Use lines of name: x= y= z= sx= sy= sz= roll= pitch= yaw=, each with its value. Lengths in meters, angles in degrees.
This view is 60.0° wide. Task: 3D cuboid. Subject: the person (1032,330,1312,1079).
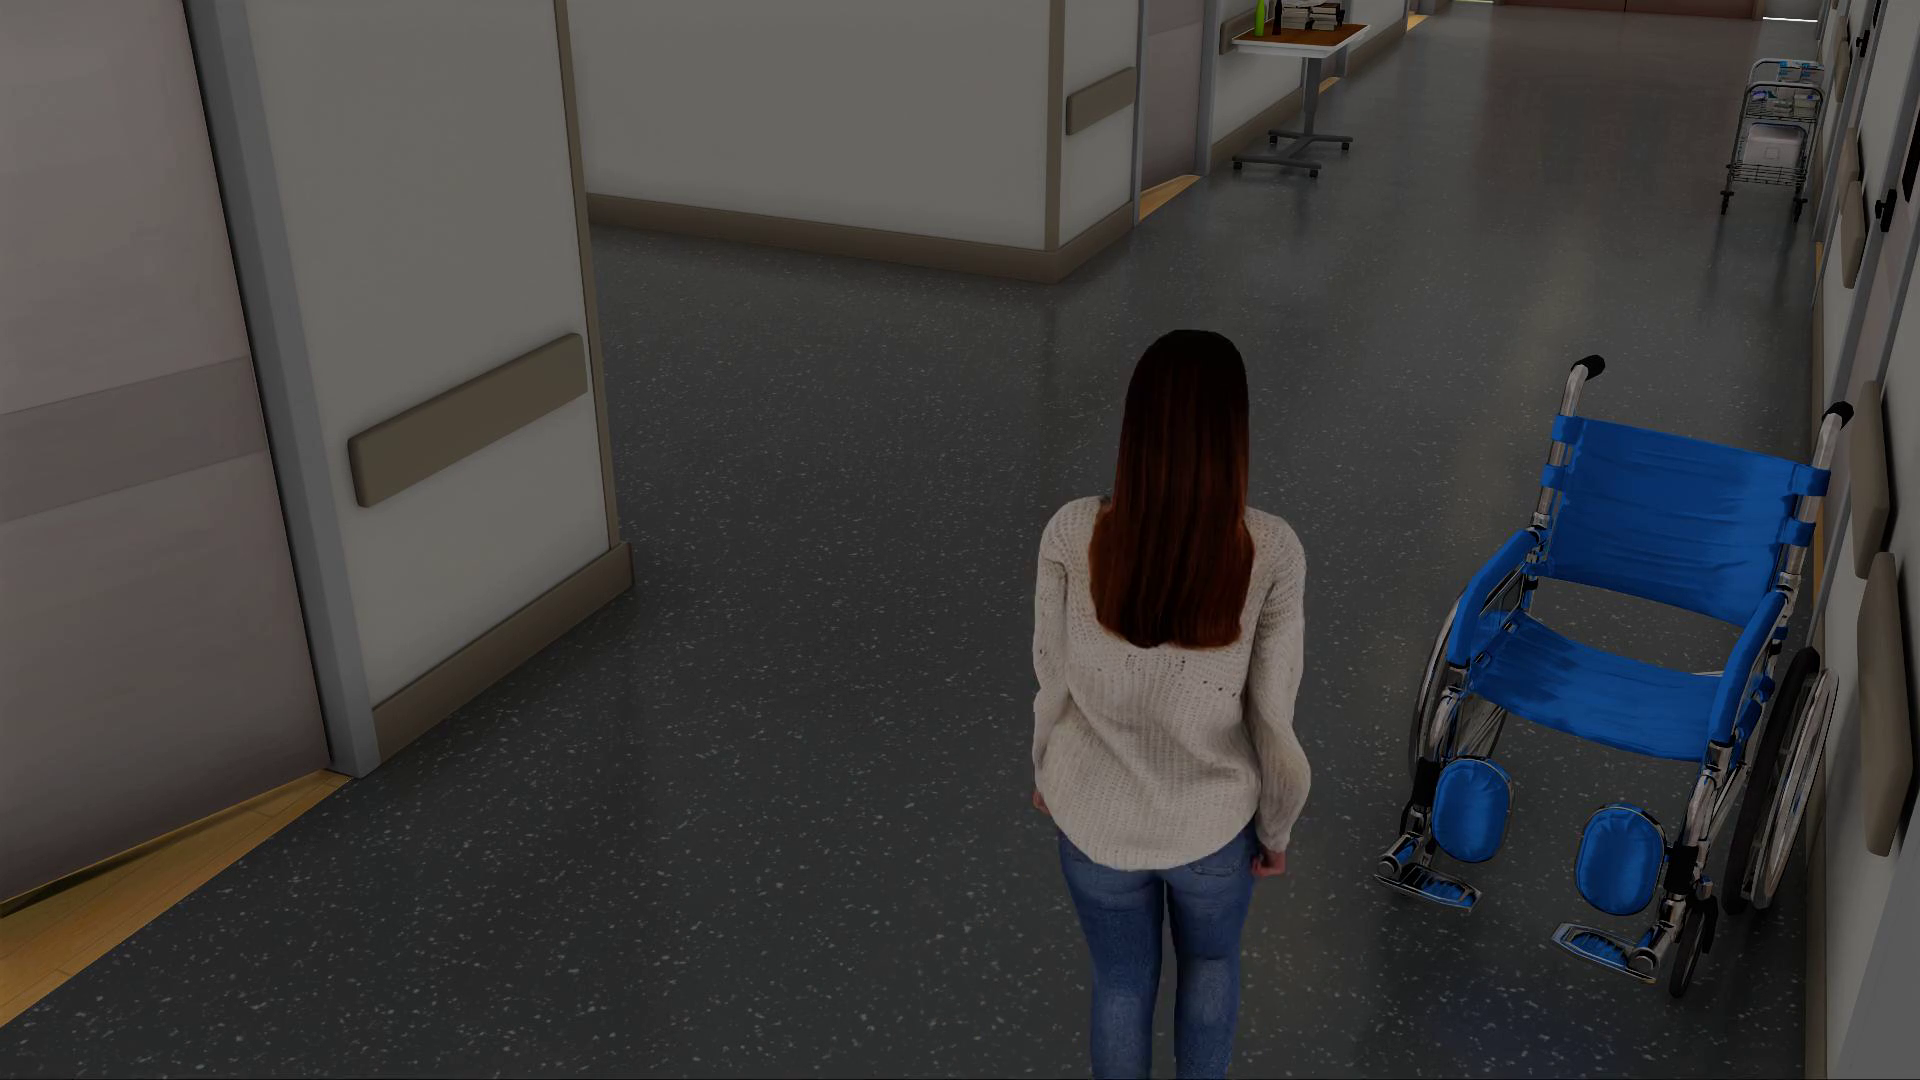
person: x=0.317 y=0.497 z=2.732 sx=0.694 sy=1.682 sz=0.711 roll=4 pitch=26 yaw=9
